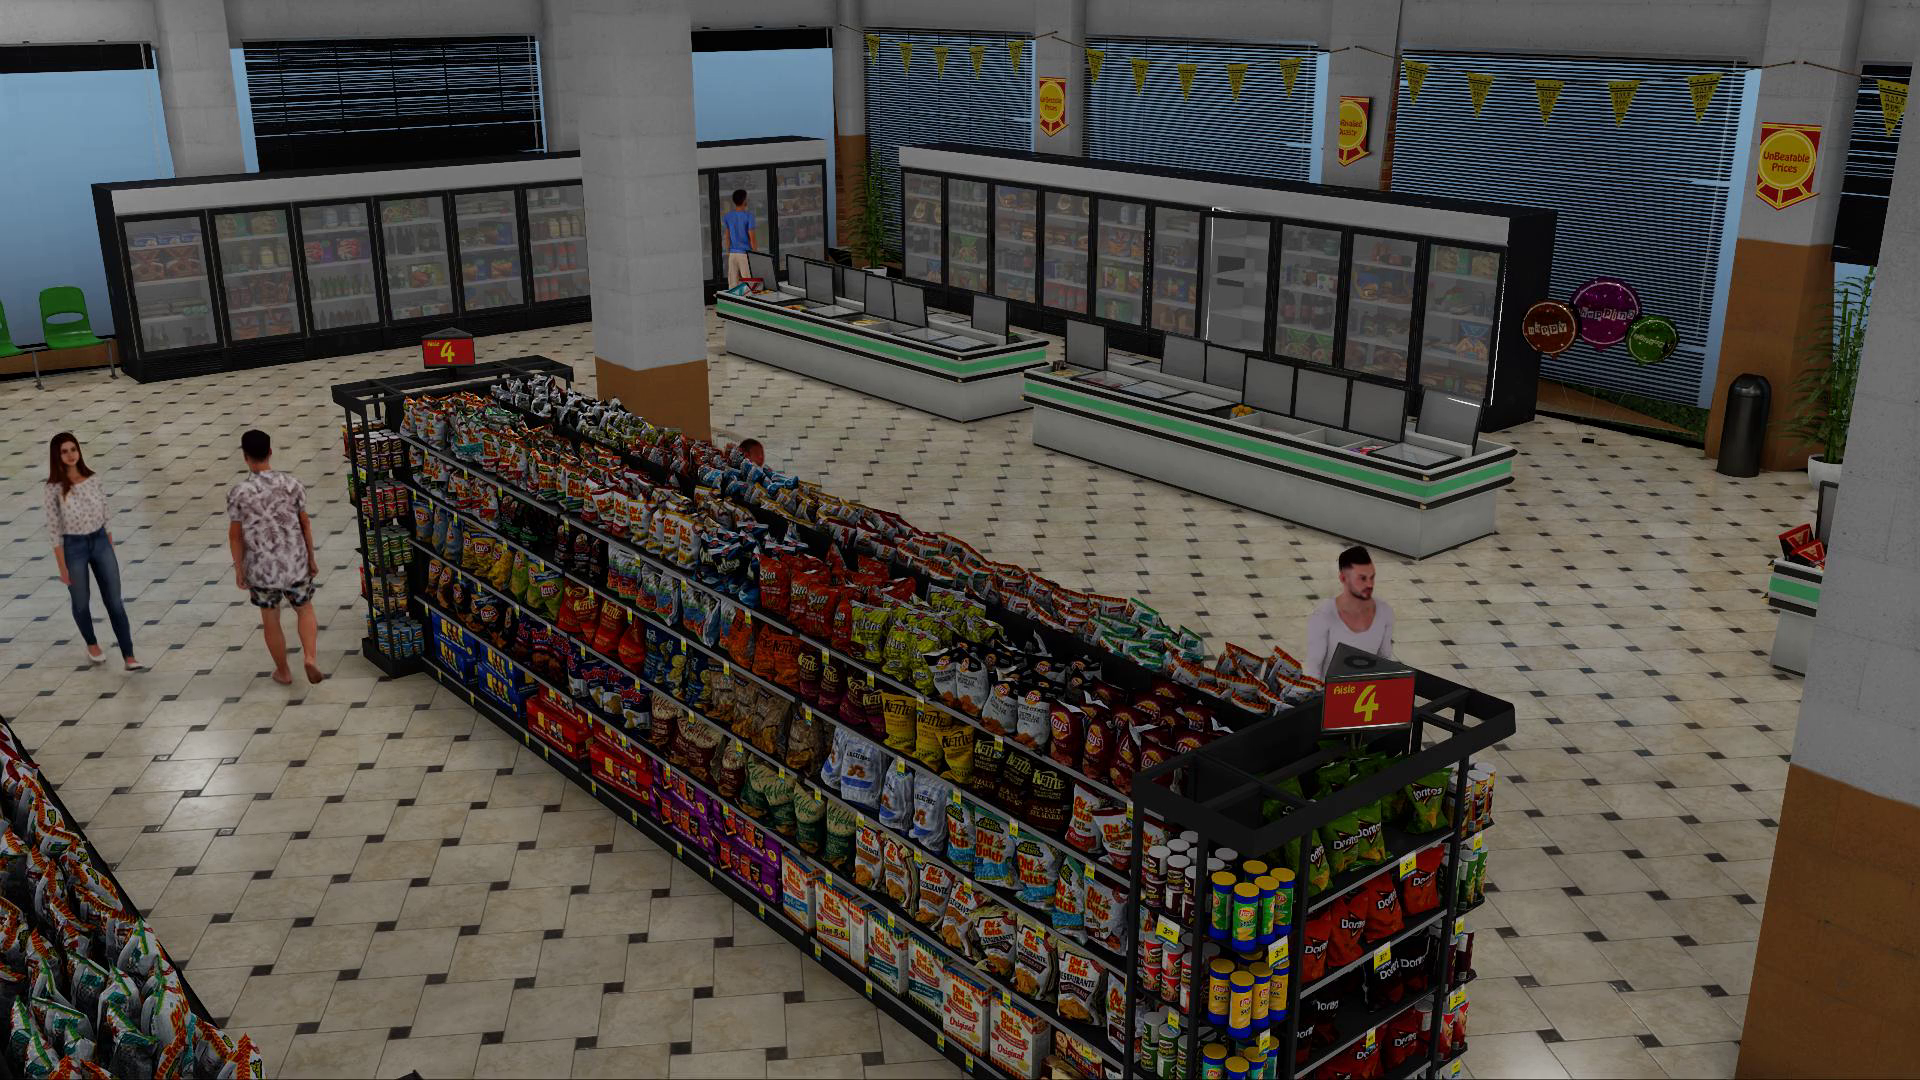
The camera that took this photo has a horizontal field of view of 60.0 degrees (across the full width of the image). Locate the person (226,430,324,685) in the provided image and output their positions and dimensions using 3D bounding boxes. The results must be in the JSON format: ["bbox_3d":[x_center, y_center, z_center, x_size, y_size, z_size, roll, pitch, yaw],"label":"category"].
[{"bbox_3d":[-4.568,0.165,11.169,0.746,1.802,0.879,-12,22,-31],"label":"person"}]

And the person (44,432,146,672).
[{"bbox_3d":[-6.123,0.089,11.571,1.070,1.690,0.655,18,25,42],"label":"person"}]

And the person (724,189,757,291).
[{"bbox_3d":[-3.074,-3.986,23.385,0.675,1.863,0.805,8,20,22],"label":"person"}]

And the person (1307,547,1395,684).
[{"bbox_3d":[2.037,0.877,9.018,0.811,1.829,0.872,-5,19,-15],"label":"person"}]
